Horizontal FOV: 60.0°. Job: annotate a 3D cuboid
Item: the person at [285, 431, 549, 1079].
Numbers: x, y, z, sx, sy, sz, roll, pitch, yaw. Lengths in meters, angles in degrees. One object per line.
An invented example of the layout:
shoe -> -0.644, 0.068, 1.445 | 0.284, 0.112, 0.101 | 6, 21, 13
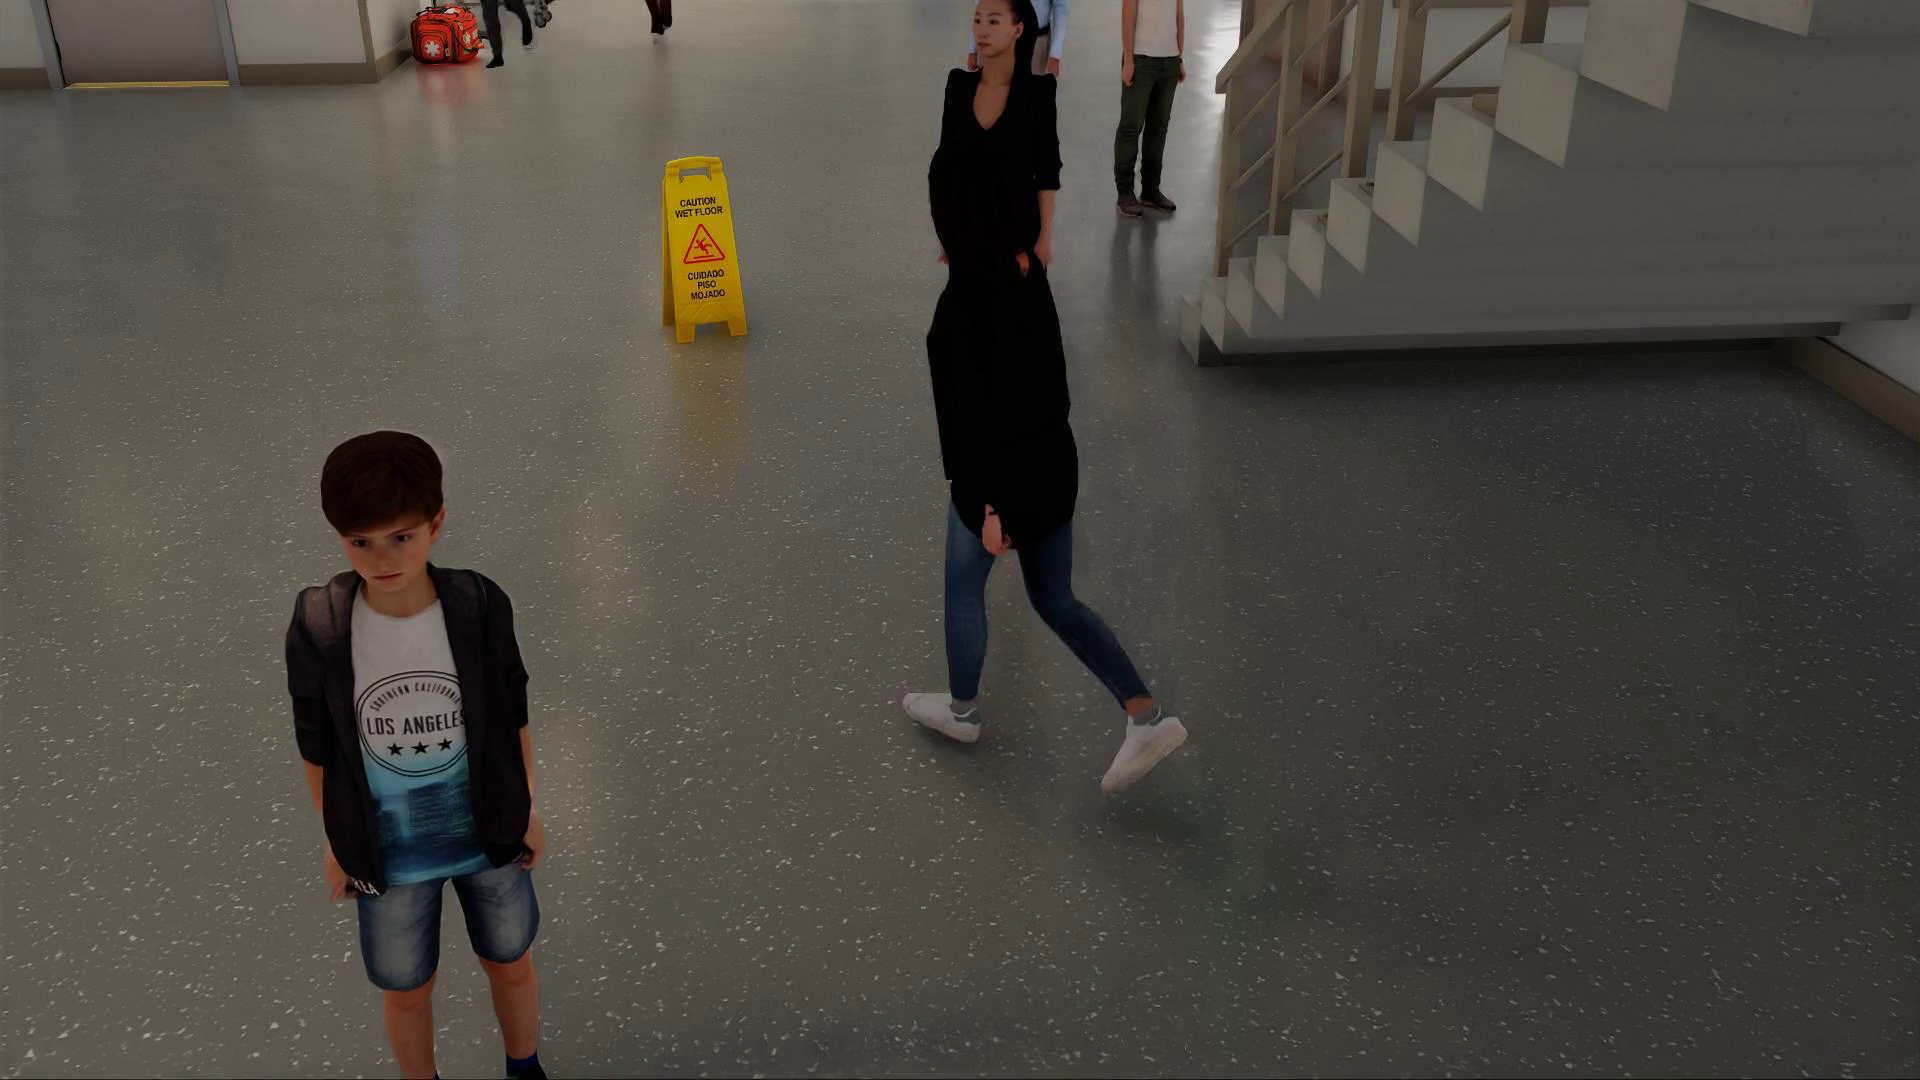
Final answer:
person -> -0.917, 0.493, 2.912 | 0.594, 1.447, 0.594 | -9, 27, -19

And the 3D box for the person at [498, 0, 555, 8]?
person -> -4.463, -6.044, 16.083 | 1.035, 1.781, 1.206 | 7, 27, 14

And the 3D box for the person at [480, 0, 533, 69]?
person -> -3.704, -4.717, 13.357 | 0.663, 1.759, 0.993 | 2, 26, 3

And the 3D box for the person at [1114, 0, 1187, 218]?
person -> 1.050, -2.644, 9.179 | 0.646, 1.654, 0.656 | -14, 29, -26

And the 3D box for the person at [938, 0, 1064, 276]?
person -> 0.136, -1.060, 5.845 | 0.676, 1.696, 0.680 | 10, 28, 20

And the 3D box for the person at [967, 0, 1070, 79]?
person -> 0.331, -2.676, 9.067 | 0.759, 1.809, 0.659 | 5, 26, 10

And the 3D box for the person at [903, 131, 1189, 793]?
person -> 0.194, -0.115, 4.001 | 1.091, 1.597, 1.047 | 18, 31, 33
